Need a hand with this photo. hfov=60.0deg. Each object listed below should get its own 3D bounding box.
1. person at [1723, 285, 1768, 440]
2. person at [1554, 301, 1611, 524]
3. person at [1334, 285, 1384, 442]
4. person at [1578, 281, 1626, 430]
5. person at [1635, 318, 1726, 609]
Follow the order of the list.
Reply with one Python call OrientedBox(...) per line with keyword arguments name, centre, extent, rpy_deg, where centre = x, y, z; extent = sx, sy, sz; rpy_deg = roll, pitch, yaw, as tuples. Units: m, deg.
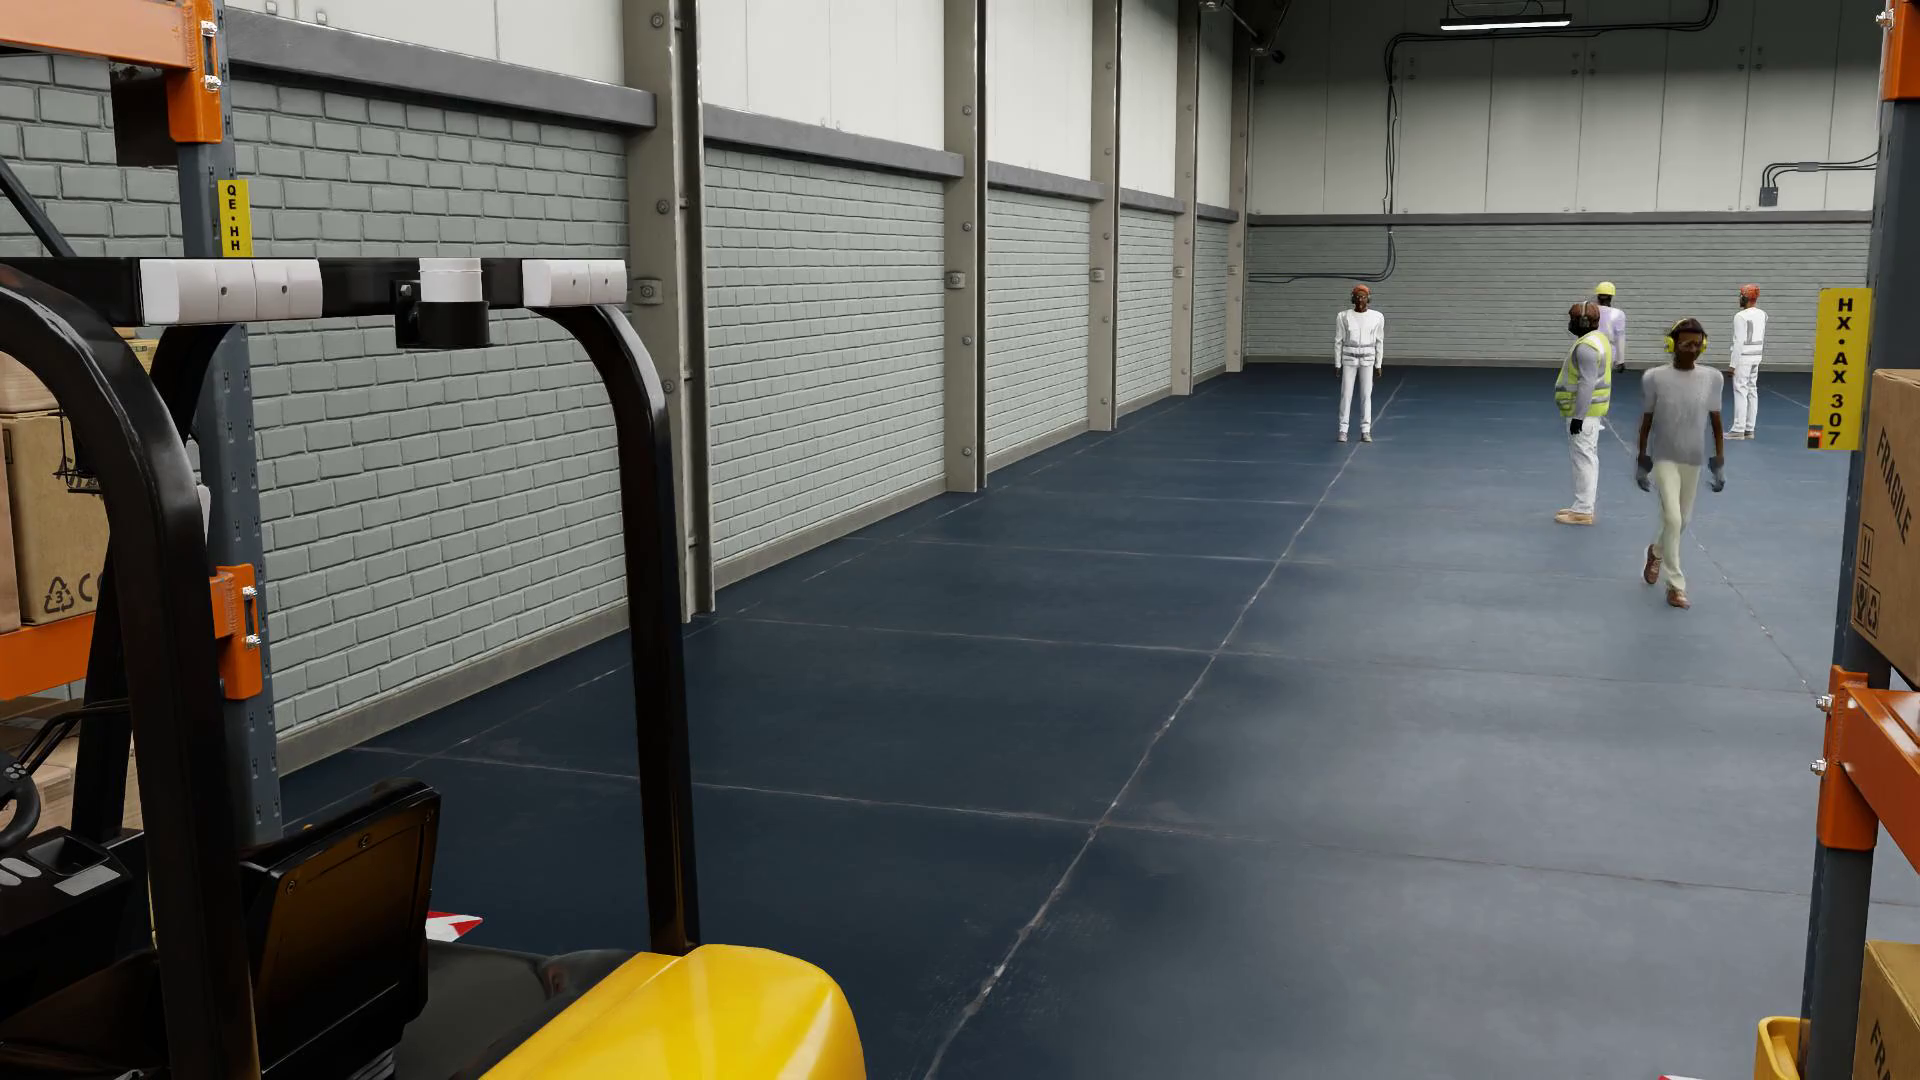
OrientedBox(name="person", centre=(9.569, -2.161, 20.284), extent=(0.575, 1.883, 0.355), rpy_deg=(-7, 12, -35))
OrientedBox(name="person", centre=(5.153, -1.051, 13.796), extent=(0.429, 1.839, 0.634), rpy_deg=(5, 11, 28))
OrientedBox(name="person", centre=(4.787, -2.114, 19.998), extent=(0.580, 1.883, 0.352), rpy_deg=(2, 10, 9))
OrientedBox(name="person", centre=(8.238, -2.353, 21.356), extent=(0.409, 1.912, 0.592), rpy_deg=(-9, 13, -43))
OrientedBox(name="person", centre=(4.627, -0.524, 10.733), extent=(0.524, 1.828, 0.912), rpy_deg=(1, 10, 6))
